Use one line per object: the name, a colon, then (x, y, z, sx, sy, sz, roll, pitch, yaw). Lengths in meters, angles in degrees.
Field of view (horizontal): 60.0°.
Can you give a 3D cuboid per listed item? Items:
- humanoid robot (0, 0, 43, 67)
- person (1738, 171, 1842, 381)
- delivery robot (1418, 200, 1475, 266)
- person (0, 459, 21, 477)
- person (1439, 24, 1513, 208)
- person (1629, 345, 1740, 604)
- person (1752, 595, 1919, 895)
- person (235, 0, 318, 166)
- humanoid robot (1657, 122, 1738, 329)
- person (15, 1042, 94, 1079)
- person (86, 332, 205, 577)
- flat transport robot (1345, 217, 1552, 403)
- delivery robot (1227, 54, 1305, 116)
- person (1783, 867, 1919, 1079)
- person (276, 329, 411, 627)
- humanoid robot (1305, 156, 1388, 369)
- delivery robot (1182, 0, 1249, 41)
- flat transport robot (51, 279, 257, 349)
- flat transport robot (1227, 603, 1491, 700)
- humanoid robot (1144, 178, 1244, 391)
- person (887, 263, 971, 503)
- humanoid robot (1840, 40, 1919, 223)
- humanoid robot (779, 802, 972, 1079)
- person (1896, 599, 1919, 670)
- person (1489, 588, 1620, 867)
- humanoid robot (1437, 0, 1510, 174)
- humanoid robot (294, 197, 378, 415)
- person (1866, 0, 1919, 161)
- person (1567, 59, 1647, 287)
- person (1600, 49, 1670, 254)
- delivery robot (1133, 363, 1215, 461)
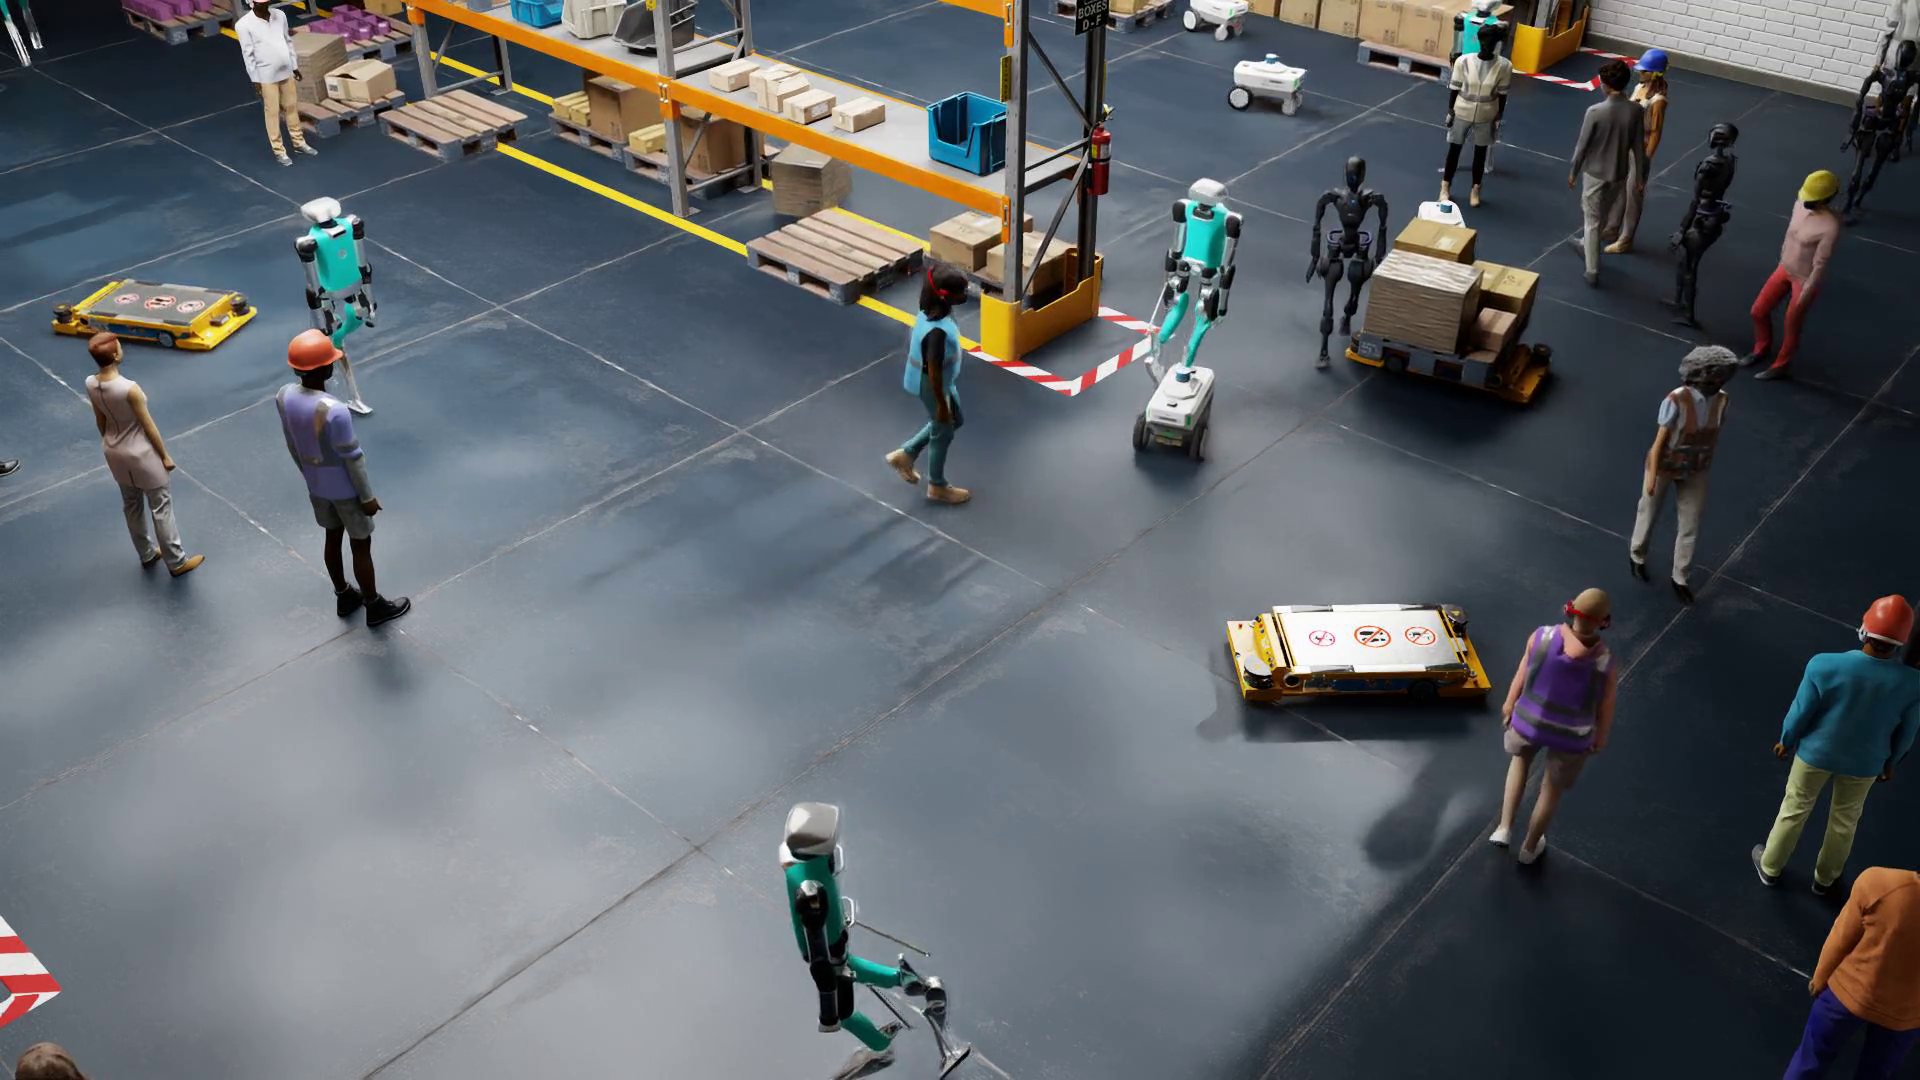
humanoid robot: (-10.630, -6.226, 18.572, 0.546, 1.808, 0.889, -13, 37, -19)
person: (6.188, -1.941, 12.327, 0.447, 1.737, 0.542, -8, 36, -12)
delivery robot: (4.164, -2.642, 14.374, 0.499, 0.581, 0.774, 3, 35, 4)
person: (-6.891, -1.241, 11.234, 0.587, 1.830, 0.404, 20, 39, 26)
person: (4.693, -3.870, 15.162, 0.532, 1.693, 0.320, 9, 36, 12)
person: (4.403, -0.382, 10.127, 0.456, 1.669, 0.621, -1, 35, -1)
person: (4.263, 0.998, 8.055, 0.562, 1.752, 0.325, 12, 36, 16)
person: (-6.610, -4.522, 16.054, 0.328, 1.750, 0.568, 19, 39, 25)
humanoid robot: (5.858, -2.505, 13.202, 0.591, 1.648, 0.512, -29, 44, -35)
person: (-3.107, 2.437, 6.068, 0.503, 1.653, 0.344, -16, 38, -22)
person: (-5.124, -0.523, 10.349, 0.443, 1.652, 0.284, 11, 36, 16)
flat transport robot: (3.788, -1.442, 12.899, 1.431, 0.231, 0.659, 18, 39, 25)
delivery robot: (3.222, -4.813, 17.546, 0.794, 0.612, 0.499, 14, 37, 20)
person: (3.706, 1.819, 6.680, 0.516, 1.974, 0.397, 18, 38, 24)
person: (-3.679, -0.363, 9.869, 0.550, 1.934, 0.372, 18, 39, 24)
humanoid robot: (2.987, -2.181, 12.795, 0.610, 1.632, 0.800, 6, 35, 9)
delivery robot: (3.033, -6.249, 19.603, 0.503, 0.585, 0.757, -24, 41, -31)
flat transport robot: (-6.526, -1.831, 13.463, 1.431, 0.231, 0.659, 8, 35, 11)
flat transport robot: (2.348, 0.664, 9.848, 1.431, 0.231, 0.659, -1, 35, -1)
humanoid robot: (1.595, -1.630, 11.905, 0.531, 1.807, 0.759, 21, 40, 28)
person: (-0.187, -1.015, 10.894, 0.514, 1.844, 0.568, 3, 35, 4)
humanoid robot: (8.246, -3.652, 14.875, 0.588, 1.639, 0.583, 6, 35, 9)
humanoid robot: (-0.283, 1.778, 6.969, 0.985, 1.773, 0.530, -4, 35, -6)
person: (5.697, 0.076, 9.314, 0.346, 1.846, 0.504, -14, 37, -19)
person: (2.934, 0.934, 8.211, 0.511, 1.679, 0.384, 20, 39, 26)
humanoid robot: (4.959, -4.322, 15.800, 0.530, 1.792, 0.796, 25, 42, 32)
humanoid robot: (-4.520, -1.600, 11.927, 0.717, 1.885, 0.540, 21, 40, 27)
person: (9.147, -4.633, 16.072, 0.546, 1.924, 0.387, 14, 37, 19)
person: (5.387, -3.119, 13.931, 0.604, 1.854, 0.870, -2, 35, -3)
person: (5.799, -3.343, 14.324, 0.311, 1.777, 0.484, -6, 35, -8)
delivery robot: (1.579, -0.956, 11.939, 0.499, 0.589, 0.792, 13, 37, 17)
